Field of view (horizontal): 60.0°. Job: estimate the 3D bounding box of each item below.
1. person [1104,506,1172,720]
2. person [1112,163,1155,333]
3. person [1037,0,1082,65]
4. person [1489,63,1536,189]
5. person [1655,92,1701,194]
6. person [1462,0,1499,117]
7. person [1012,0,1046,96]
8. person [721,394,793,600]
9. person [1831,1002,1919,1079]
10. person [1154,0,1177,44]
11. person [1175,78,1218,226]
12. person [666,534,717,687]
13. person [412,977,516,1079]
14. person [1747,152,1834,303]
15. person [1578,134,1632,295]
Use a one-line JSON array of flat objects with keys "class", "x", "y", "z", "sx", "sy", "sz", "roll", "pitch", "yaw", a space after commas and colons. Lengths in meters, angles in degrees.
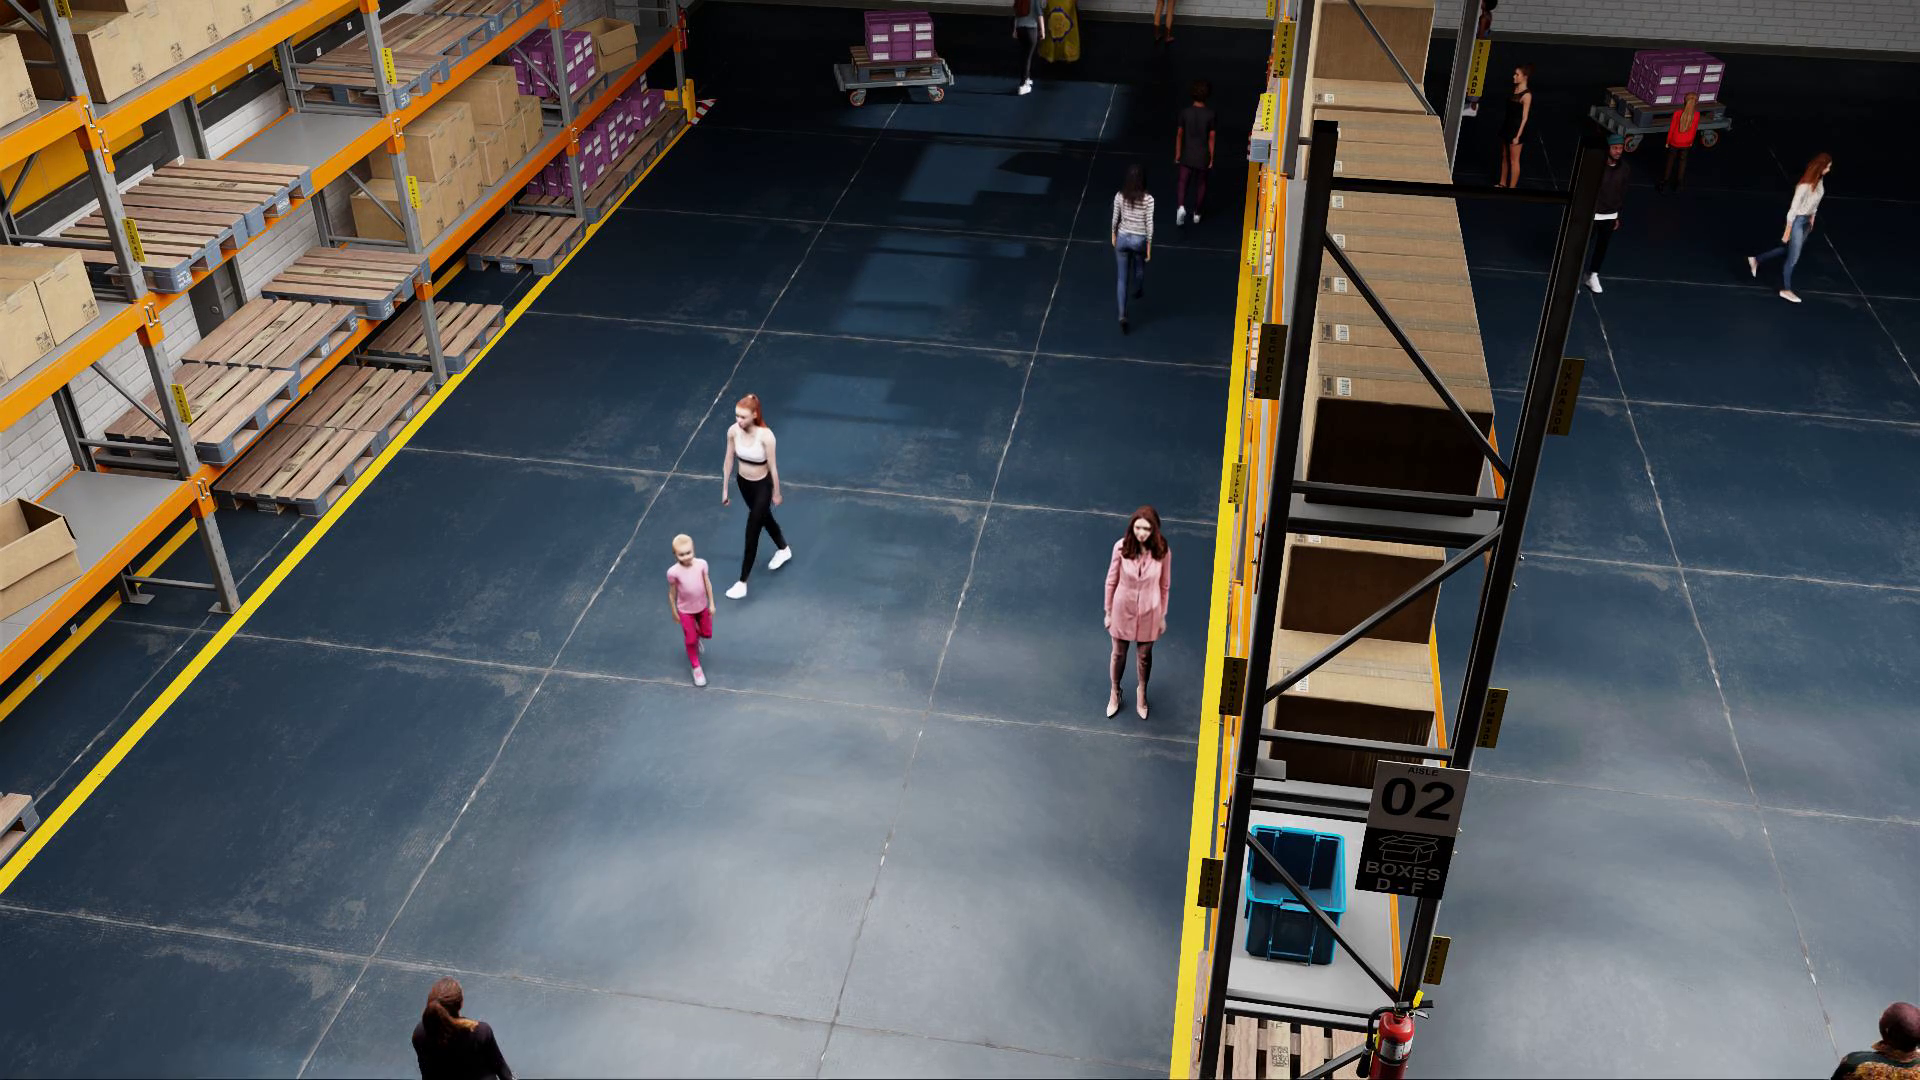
[{"class": "person", "x": 1.286, "y": 0.522, "z": 12.095, "sx": 0.615, "sy": 1.803, "sz": 0.516, "roll": 4, "pitch": 34, "yaw": 7}, {"class": "person", "x": 1.773, "y": -3.029, "z": 17.488, "sx": 0.705, "sy": 1.745, "sz": 1.150, "roll": 10, "pitch": 35, "yaw": 14}, {"class": "person", "x": 1.524, "y": -8.035, "z": 25.097, "sx": 0.855, "sy": 1.660, "sz": 0.768, "roll": 3, "pitch": 34, "yaw": 5}, {"class": "person", "x": 6.889, "y": -5.094, "z": 20.659, "sx": 0.710, "sy": 1.674, "sz": 0.603, "roll": -6, "pitch": 34, "yaw": -9}, {"class": "person", "x": 9.028, "y": -4.986, "z": 20.852, "sx": 0.514, "sy": 1.281, "sz": 0.518, "roll": 2, "pitch": 34, "yaw": 3}, {"class": "person", "x": 7.252, "y": -6.792, "z": 23.195, "sx": 0.689, "sy": 1.695, "sz": 0.518, "roll": 12, "pitch": 35, "yaw": 17}, {"class": "person", "x": 0.920, "y": -7.242, "z": 23.841, "sx": 0.734, "sy": 1.728, "sz": 0.798, "roll": 20, "pitch": 39, "yaw": 27}, {"class": "person", "x": -1.616, "y": -0.436, "z": 13.631, "sx": 0.853, "sy": 1.696, "sz": 1.209, "roll": 16, "pitch": 37, "yaw": 23}, {"class": "person", "x": 4.522, "y": 3.058, "z": 8.288, "sx": 0.684, "sy": 1.792, "sz": 0.675, "roll": 3, "pitch": 34, "yaw": 5}, {"class": "person", "x": 3.239, "y": -8.667, "z": 25.981, "sx": 0.666, "sy": 1.734, "sz": 0.657, "roll": 18, "pitch": 38, "yaw": 25}, {"class": "person", "x": 2.796, "y": -4.580, "z": 19.801, "sx": 0.607, "sy": 1.769, "sz": 0.853, "roll": 6, "pitch": 34, "yaw": 10}, {"class": "person", "x": -2.051, "y": 0.478, "z": 12.649, "sx": 0.715, "sy": 1.262, "sz": 0.806, "roll": -16, "pitch": 37, "yaw": -22}, {"class": "person", "x": -2.549, "y": 2.954, "z": 8.524, "sx": 0.656, "sy": 1.704, "sz": 0.947, "roll": 2, "pitch": 34, "yaw": 3}, {"class": "person", "x": 9.081, "y": -3.465, "z": 18.183, "sx": 1.014, "sy": 1.702, "sz": 1.060, "roll": -26, "pitch": 42, "yaw": -33}, {"class": "person", "x": 7.031, "y": -3.593, "z": 18.271, "sx": 0.731, "sy": 1.817, "sz": 0.699, "roll": -5, "pitch": 34, "yaw": -8}]
